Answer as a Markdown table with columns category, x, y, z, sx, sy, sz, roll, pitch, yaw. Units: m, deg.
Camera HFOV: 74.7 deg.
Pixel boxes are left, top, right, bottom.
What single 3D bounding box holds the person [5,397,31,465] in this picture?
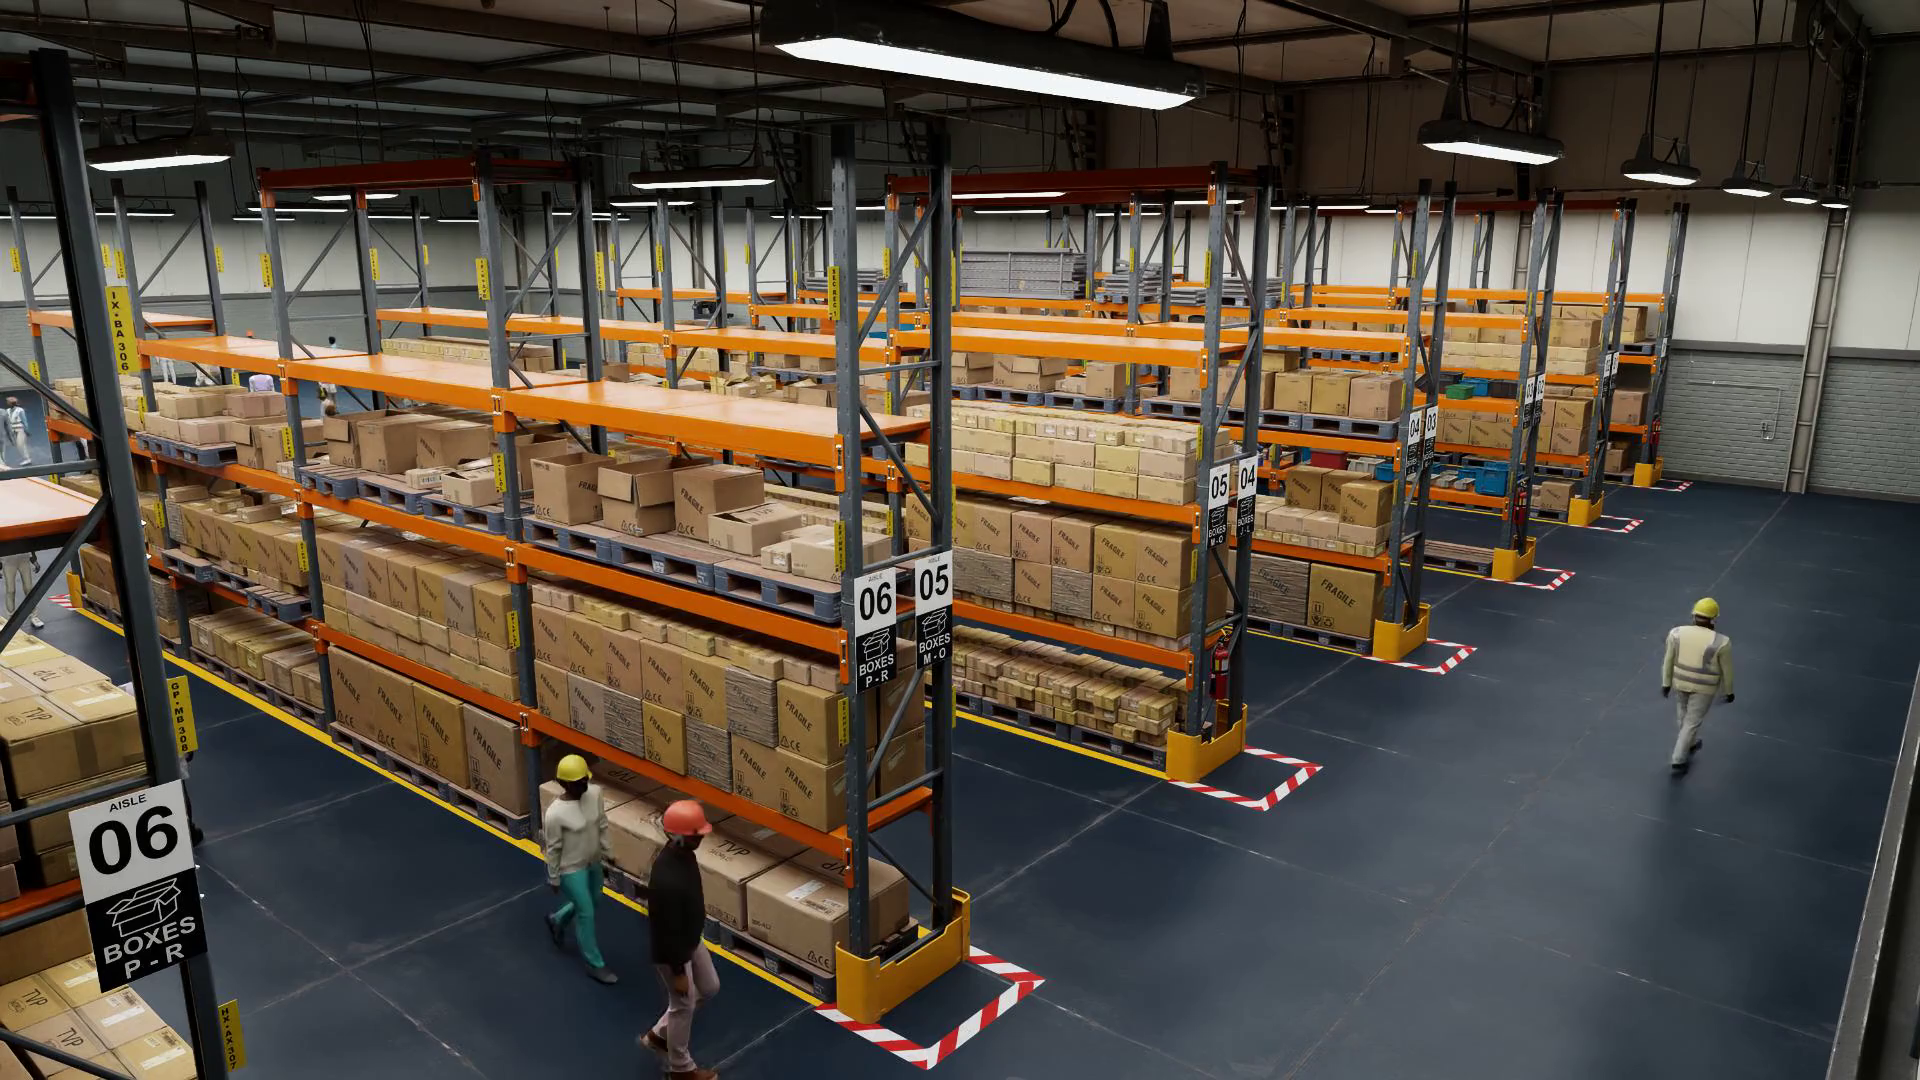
| category | x | y | z | sx | sy | sz | roll | pitch | yaw |
| --- | --- | --- | --- | --- | --- | --- | --- | --- | --- |
| person | -22.297 | -2.562 | 29.786 | 0.524 | 1.621 | 0.483 | 4 | 14 | 16 |

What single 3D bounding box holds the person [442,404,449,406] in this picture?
| category | x | y | z | sx | sy | sz | roll | pitch | yaw |
| --- | --- | --- | --- | --- | --- | --- | --- | --- | --- |
| person | -12.214 | -2.596 | 29.818 | 0.730 | 1.676 | 0.545 | -5 | 14 | -19 |

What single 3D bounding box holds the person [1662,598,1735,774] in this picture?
| category | x | y | z | sx | sy | sz | roll | pitch | yaw |
| --- | --- | --- | --- | --- | --- | --- | --- | --- | --- |
| person | 7.597 | 1.462 | 12.879 | 0.885 | 1.793 | 0.599 | -8 | 16 | -30 |

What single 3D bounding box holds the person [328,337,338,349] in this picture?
| category | x | y | z | sx | sy | sz | roll | pitch | yaw |
| --- | --- | --- | --- | --- | --- | --- | --- | --- | --- |
| person | -23.264 | -6.717 | 46.839 | 0.736 | 1.681 | 0.544 | -4 | 14 | -17 |

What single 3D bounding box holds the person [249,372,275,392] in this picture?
| category | x | y | z | sx | sy | sz | roll | pitch | yaw |
| --- | --- | --- | --- | --- | --- | --- | --- | --- | --- |
| person | -19.208 | -3.914 | 34.712 | 0.595 | 1.925 | 0.370 | -8 | 16 | -30 |

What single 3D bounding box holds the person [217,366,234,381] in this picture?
| category | x | y | z | sx | sy | sz | roll | pitch | yaw |
| --- | --- | --- | --- | --- | --- | --- | --- | --- | --- |
| person | -24.656 | -5.613 | 42.303 | 0.511 | 1.640 | 0.308 | -3 | 14 | -10 |

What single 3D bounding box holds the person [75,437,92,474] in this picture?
| category | x | y | z | sx | sy | sz | roll | pitch | yaw |
| --- | --- | --- | --- | --- | --- | --- | --- | --- | --- |
| person | -16.814 | -1.376 | 24.341 | 0.757 | 1.898 | 0.599 | 1 | 14 | 5 |

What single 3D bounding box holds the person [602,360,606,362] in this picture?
| category | x | y | z | sx | sy | sz | roll | pitch | yaw |
| --- | --- | --- | --- | --- | --- | --- | --- | --- | --- |
| person | -10.316 | -4.337 | 36.690 | 0.513 | 1.814 | 1.016 | -9 | 17 | -34 |

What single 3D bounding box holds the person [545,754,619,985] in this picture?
| category | x | y | z | sx | sy | sz | roll | pitch | yaw |
| --- | --- | --- | --- | --- | --- | --- | --- | --- | --- |
| person | -2.835 | 2.363 | 9.265 | 0.726 | 1.745 | 0.527 | 7 | 15 | 26 |

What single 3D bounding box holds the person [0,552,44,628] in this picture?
| category | x | y | z | sx | sy | sz | roll | pitch | yaw |
| --- | --- | --- | --- | --- | --- | --- | --- | --- | --- |
| person | -13.059 | 0.322 | 17.420 | 0.310 | 1.864 | 0.533 | 12 | 18 | 40 |

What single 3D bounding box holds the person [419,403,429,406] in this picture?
| category | x | y | z | sx | sy | sz | roll | pitch | yaw |
| --- | --- | --- | --- | --- | --- | --- | --- | --- | --- |
| person | -17.097 | -5.198 | 40.087 | 0.686 | 1.886 | 0.424 | 4 | 14 | 16 |

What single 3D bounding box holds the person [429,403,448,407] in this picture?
| category | x | y | z | sx | sy | sz | roll | pitch | yaw |
| --- | --- | --- | --- | --- | --- | --- | --- | --- | --- |
| person | -15.352 | -4.514 | 37.045 | 1.021 | 1.984 | 0.607 | 9 | 16 | 31 |

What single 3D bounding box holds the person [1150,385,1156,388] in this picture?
| category | x | y | z | sx | sy | sz | roll | pitch | yaw |
| --- | --- | --- | --- | --- | --- | --- | --- | --- | --- |
| person | 4.805 | -3.151 | 31.566 | 0.547 | 1.930 | 0.382 | -6 | 15 | -25 |

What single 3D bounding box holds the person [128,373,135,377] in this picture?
| category | x | y | z | sx | sy | sz | roll | pitch | yaw |
| --- | --- | --- | --- | --- | --- | --- | --- | --- | --- |
| person | -23.015 | -3.877 | 35.259 | 0.569 | 1.595 | 0.829 | 6 | 15 | 24 |

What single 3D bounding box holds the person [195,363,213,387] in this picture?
| category | x | y | z | sx | sy | sz | roll | pitch | yaw |
| --- | --- | --- | --- | --- | --- | --- | --- | --- | --- |
| person | -24.480 | -5.336 | 40.645 | 1.001 | 1.878 | 0.569 | 5 | 15 | 20 |

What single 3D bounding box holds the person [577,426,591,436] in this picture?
| category | x | y | z | sx | sy | sz | roll | pitch | yaw |
| --- | --- | --- | --- | --- | --- | --- | --- | --- | --- |
| person | -9.257 | -3.056 | 31.166 | 0.605 | 1.937 | 0.411 | -12 | 18 | -40 |

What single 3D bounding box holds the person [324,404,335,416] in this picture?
| category | x | y | z | sx | sy | sz | roll | pitch | yaw |
| --- | --- | --- | --- | --- | --- | --- | --- | --- | --- |
| person | -13.316 | -1.953 | 26.738 | 0.341 | 1.882 | 0.581 | 5 | 15 | 21 |

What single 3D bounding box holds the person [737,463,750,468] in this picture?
| category | x | y | z | sx | sy | sz | roll | pitch | yaw |
| --- | --- | --- | --- | --- | --- | --- | --- | --- | --- |
| person | -5.070 | -2.531 | 29.209 | 0.514 | 1.843 | 0.360 | 11 | 17 | 38 |

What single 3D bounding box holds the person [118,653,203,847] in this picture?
| category | x | y | z | sx | sy | sz | roll | pitch | yaw |
| --- | --- | --- | --- | --- | --- | --- | --- | --- | --- |
| person | -7.087 | 1.819 | 11.119 | 0.543 | 1.933 | 0.364 | -7 | 15 | -25 |

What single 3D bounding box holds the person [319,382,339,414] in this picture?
| category | x | y | z | sx | sy | sz | roll | pitch | yaw |
| --- | --- | --- | --- | --- | --- | --- | --- | --- | --- |
| person | -19.241 | -4.804 | 38.352 | 0.544 | 1.939 | 0.354 | -8 | 16 | -28 |

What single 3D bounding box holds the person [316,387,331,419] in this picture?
| category | x | y | z | sx | sy | sz | roll | pitch | yaw |
| --- | --- | --- | --- | --- | --- | --- | --- | --- | --- |
| person | -15.194 | -2.750 | 30.164 | 0.995 | 1.816 | 0.550 | -9 | 16 | -32 |

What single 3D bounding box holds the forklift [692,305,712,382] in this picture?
| category | x | y | z | sx | sy | sz | roll | pitch | yaw |
| --- | --- | --- | --- | --- | --- | --- | --- | --- | --- |
| forklift | -9.511 | -7.392 | 47.124 | 1.873 | 2.768 | 1.129 | 11 | 17 | 38 |

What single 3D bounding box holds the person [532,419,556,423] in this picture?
| category | x | y | z | sx | sy | sz | roll | pitch | yaw |
| --- | --- | --- | --- | --- | --- | --- | --- | --- | --- |
| person | -9.985 | -2.812 | 30.447 | 0.633 | 1.804 | 0.876 | -6 | 15 | -25 |

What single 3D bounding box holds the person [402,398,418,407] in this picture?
| category | x | y | z | sx | sy | sz | roll | pitch | yaw |
| --- | --- | --- | --- | --- | --- | --- | --- | --- | --- |
| person | -15.685 | -4.192 | 35.939 | 0.549 | 1.926 | 0.688 | -5 | 14 | -18 |

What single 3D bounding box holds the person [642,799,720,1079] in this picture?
| category | x | y | z | sx | sy | sz | roll | pitch | yaw |
| --- | --- | --- | --- | --- | --- | --- | --- | --- | --- |
| person | -1.756 | 2.563 | 7.976 | 0.457 | 1.973 | 0.651 | 1 | 14 | 3 |

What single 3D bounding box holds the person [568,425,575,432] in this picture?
| category | x | y | z | sx | sy | sz | roll | pitch | yaw |
| --- | --- | --- | --- | --- | --- | --- | --- | --- | --- |
| person | -10.214 | -3.447 | 32.867 | 0.659 | 1.890 | 0.590 | 2 | 14 | 6 |

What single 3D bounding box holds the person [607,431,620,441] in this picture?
| category | x | y | z | sx | sy | sz | roll | pitch | yaw |
| --- | --- | --- | --- | --- | --- | --- | --- | --- | --- |
| person | -6.994 | -1.492 | 25.022 | 0.609 | 1.812 | 0.649 | -10 | 17 | -34 |

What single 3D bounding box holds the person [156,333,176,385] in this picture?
| category | x | y | z | sx | sy | sz | roll | pitch | yaw |
| --- | --- | --- | --- | --- | --- | --- | --- | --- | --- |
| person | -28.472 | -6.450 | 45.121 | 0.379 | 1.940 | 0.629 | 12 | 18 | 40 |

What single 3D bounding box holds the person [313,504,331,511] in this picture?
| category | x | y | z | sx | sy | sz | roll | pitch | yaw |
| --- | --- | --- | --- | --- | --- | --- | --- | --- | --- |
| person | -11.498 | -0.928 | 22.592 | 0.930 | 1.845 | 0.574 | -9 | 16 | -32 |

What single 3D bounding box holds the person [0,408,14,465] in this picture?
| category | x | y | z | sx | sy | sz | roll | pitch | yaw |
| --- | --- | --- | --- | --- | --- | --- | --- | --- | --- |
| person | -21.457 | -2.261 | 27.990 | 0.925 | 1.901 | 0.645 | 7 | 15 | 27 |

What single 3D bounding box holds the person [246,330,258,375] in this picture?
| category | x | y | z | sx | sy | sz | roll | pitch | yaw |
| --- | --- | --- | --- | --- | --- | --- | --- | --- | --- |
| person | -25.740 | -6.667 | 45.936 | 0.634 | 1.973 | 0.581 | 1 | 14 | 6 |
